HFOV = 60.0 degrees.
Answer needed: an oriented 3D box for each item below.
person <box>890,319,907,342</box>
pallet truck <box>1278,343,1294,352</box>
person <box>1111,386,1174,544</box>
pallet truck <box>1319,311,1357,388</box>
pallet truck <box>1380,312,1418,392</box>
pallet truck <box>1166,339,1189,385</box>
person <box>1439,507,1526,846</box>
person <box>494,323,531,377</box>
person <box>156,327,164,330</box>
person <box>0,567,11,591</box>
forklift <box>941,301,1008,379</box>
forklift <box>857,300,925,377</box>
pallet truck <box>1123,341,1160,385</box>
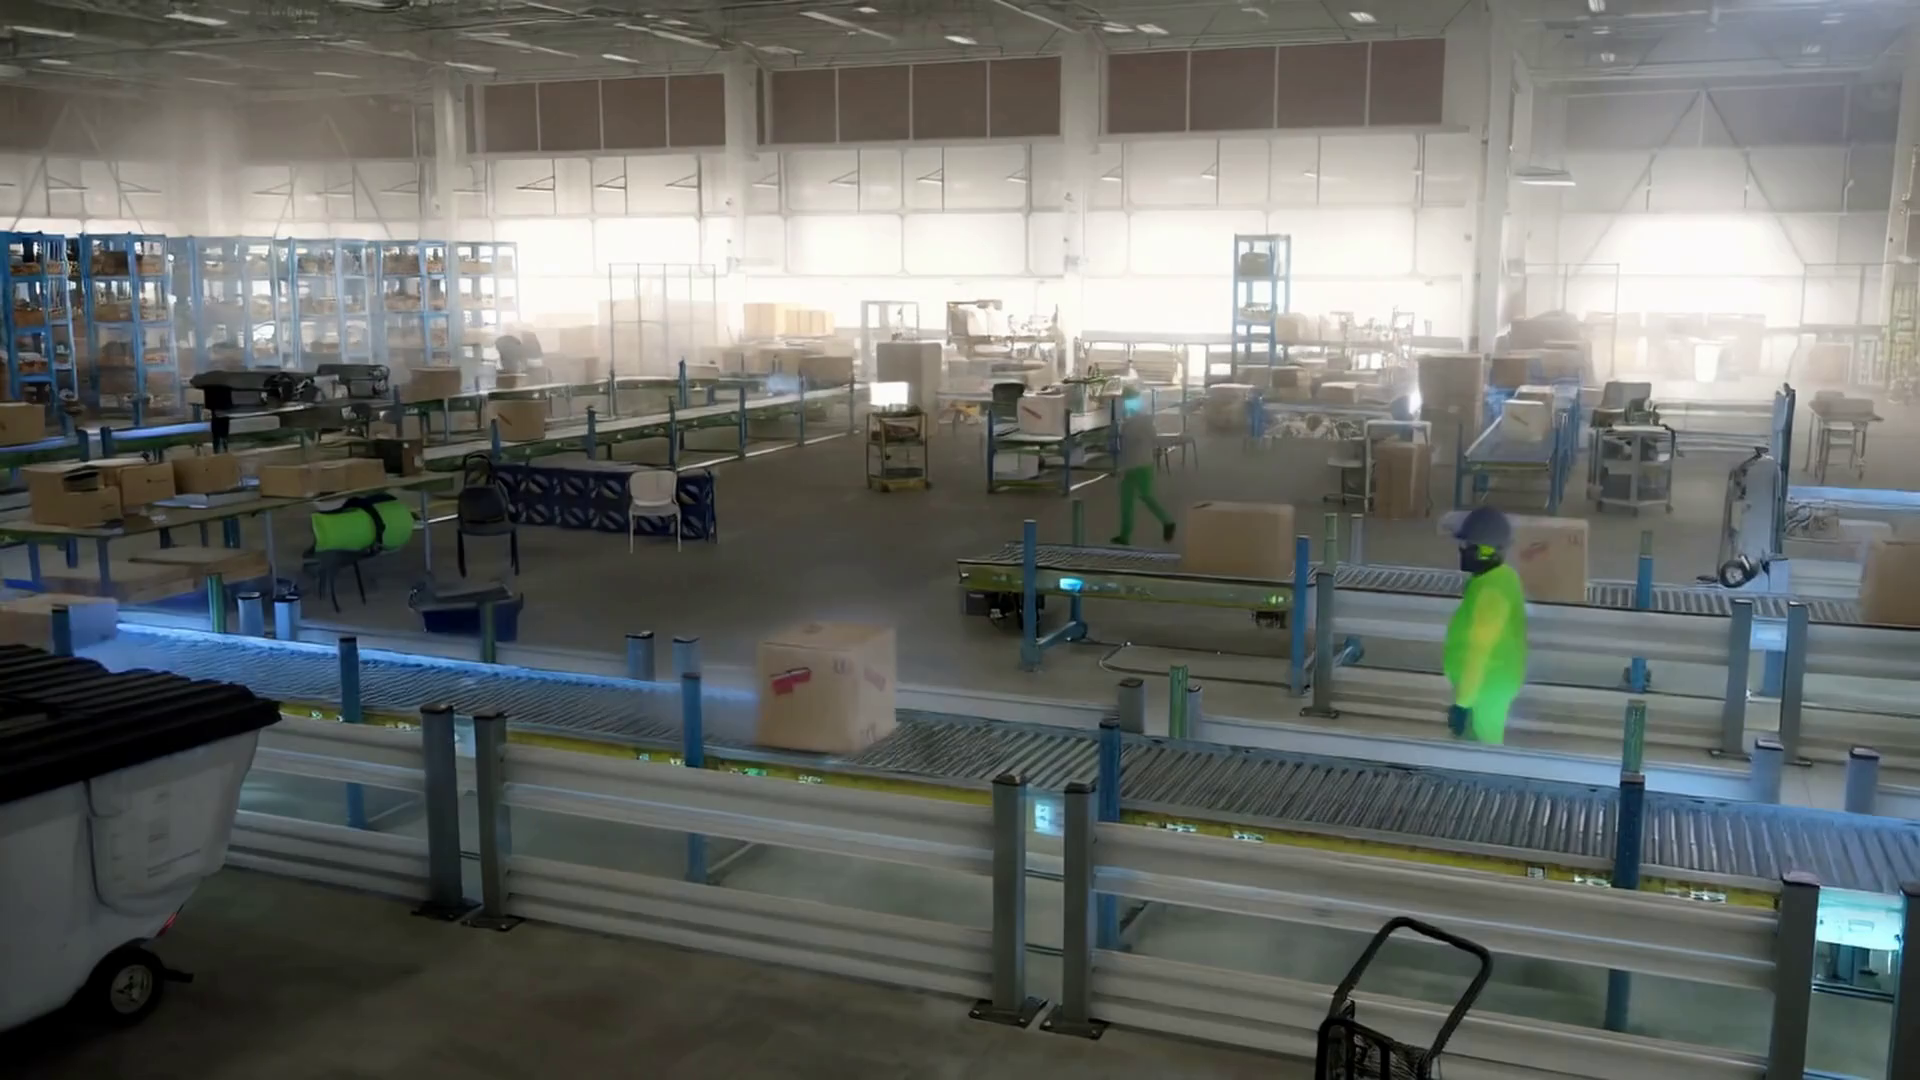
[{"bbox_3d":[-1.355,-4.068,37.594,0.403,1.822,0.589,-5,11,-30],"label":"person"},{"bbox_3d":[7.886,-4.163,39.743,0.653,1.274,1.630,4,10,22],"label":"pallet truck"},{"bbox_3d":[1.964,-0.793,17.964,0.531,1.745,0.682,-8,12,-40],"label":"person"},{"bbox_3d":[9.071,-4.419,39.190,0.823,1.965,1.885,5,10,26],"label":"pallet truck"},{"bbox_3d":[10.207,-4.283,38.369,0.823,1.965,1.885,3,10,20],"label":"pallet truck"},{"bbox_3d":[5.418,-4.269,40.420,0.704,1.261,1.522,3,10,20],"label":"pallet truck"},{"bbox_3d":[2.644,0.739,8.451,0.460,1.819,0.589,3,10,19],"label":"person"},{"bbox_3d":[-8.997,-3.425,33.574,0.653,1.865,0.936,4,10,24],"label":"person"},{"bbox_3d":[-17.940,-4.034,37.376,0.569,1.831,0.411,-7,11,-35],"label":"person"},{"bbox_3d":[-7.284,0.190,12.262,0.483,1.669,0.547,1,9,5],"label":"person"},{"bbox_3d":[0.365,-4.966,41.571,1.157,1.987,2.680,3,10,20],"label":"forklift"},{"bbox_3d":[-1.732,-5.109,42.468,1.157,1.987,2.680,4,10,22],"label":"forklift"},{"bbox_3d":[4.445,-4.380,41.279,0.680,1.201,1.601,4,10,22],"label":"pallet truck"}]
